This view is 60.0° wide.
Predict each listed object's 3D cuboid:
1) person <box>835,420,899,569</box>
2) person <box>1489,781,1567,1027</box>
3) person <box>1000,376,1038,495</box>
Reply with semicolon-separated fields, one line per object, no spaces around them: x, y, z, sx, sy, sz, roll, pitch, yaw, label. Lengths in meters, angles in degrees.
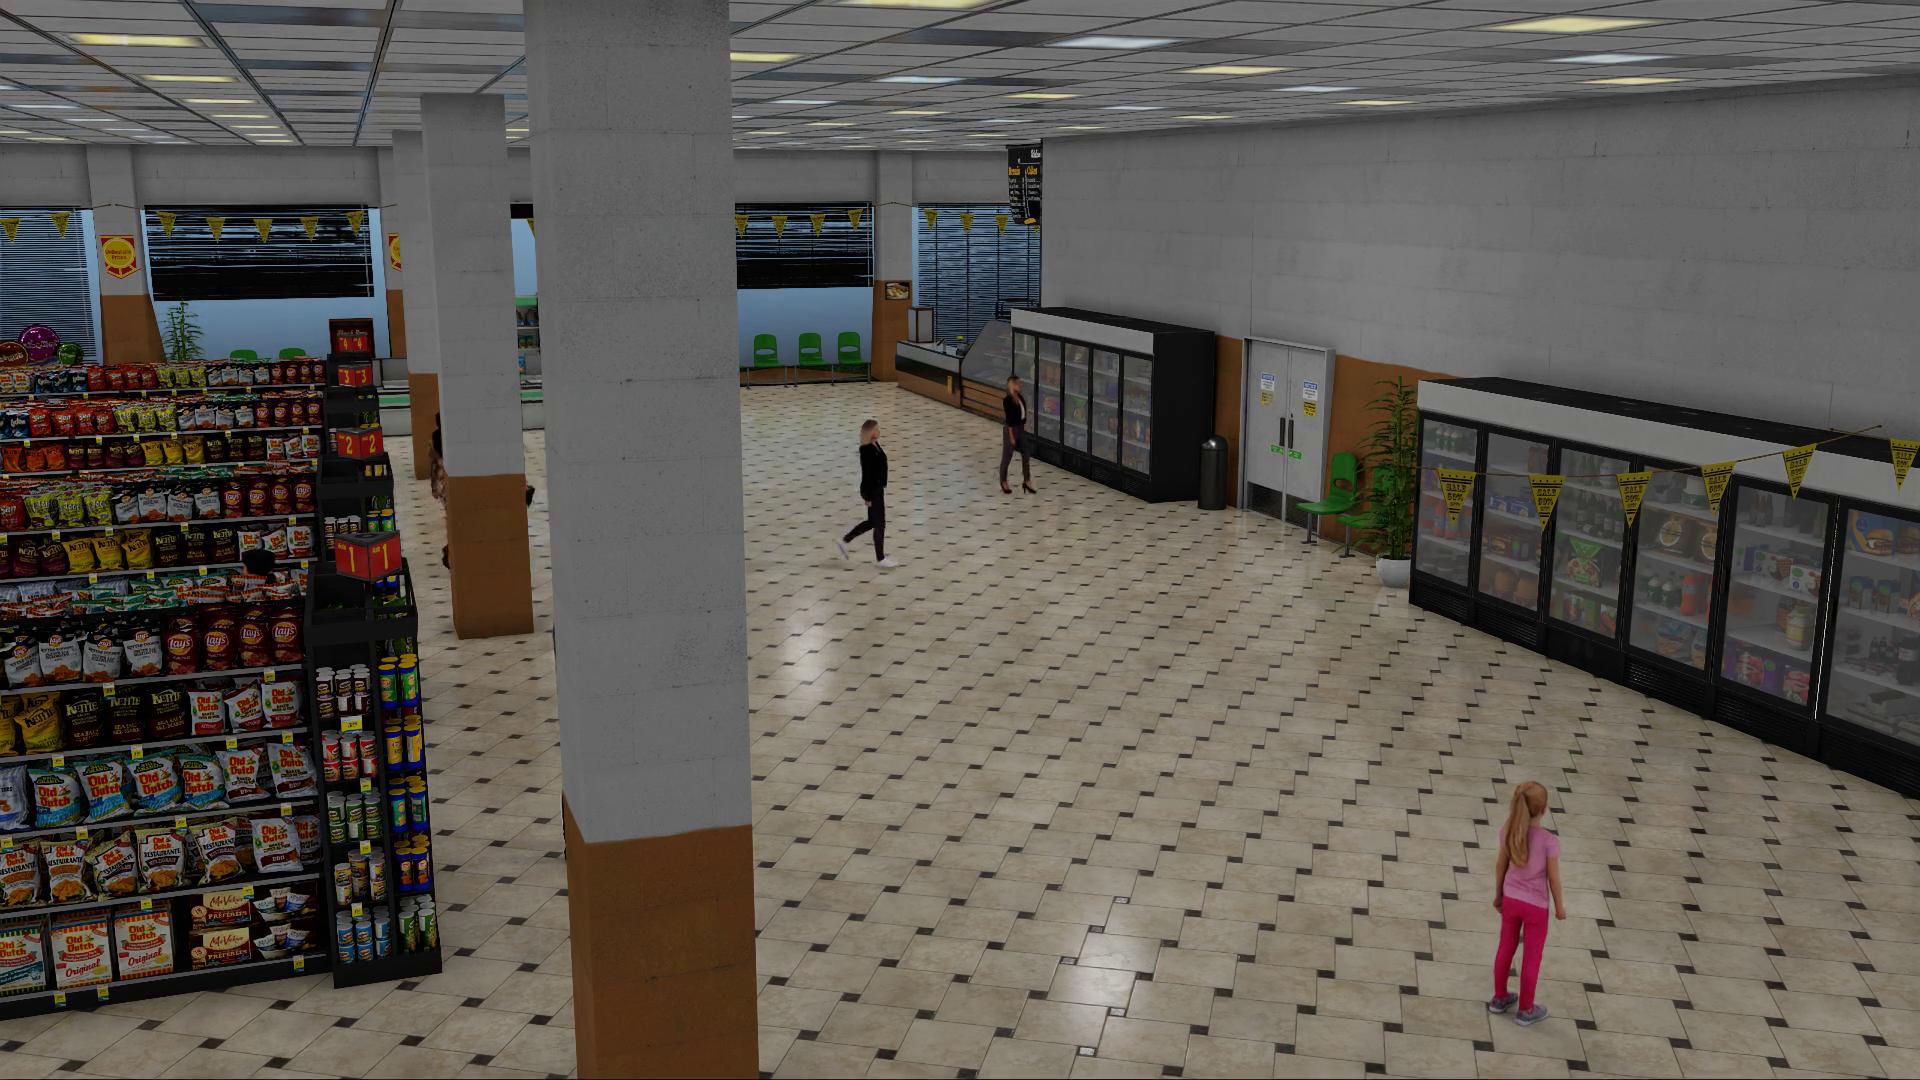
-1.059;-0.501;18.539;1.055;1.666;0.882;2;12;8;person
2.860;1.832;8.415;0.623;1.271;0.577;-10;16;-40;person
0.669;-1.445;23.058;0.892;1.650;0.867;9;15;37;person
